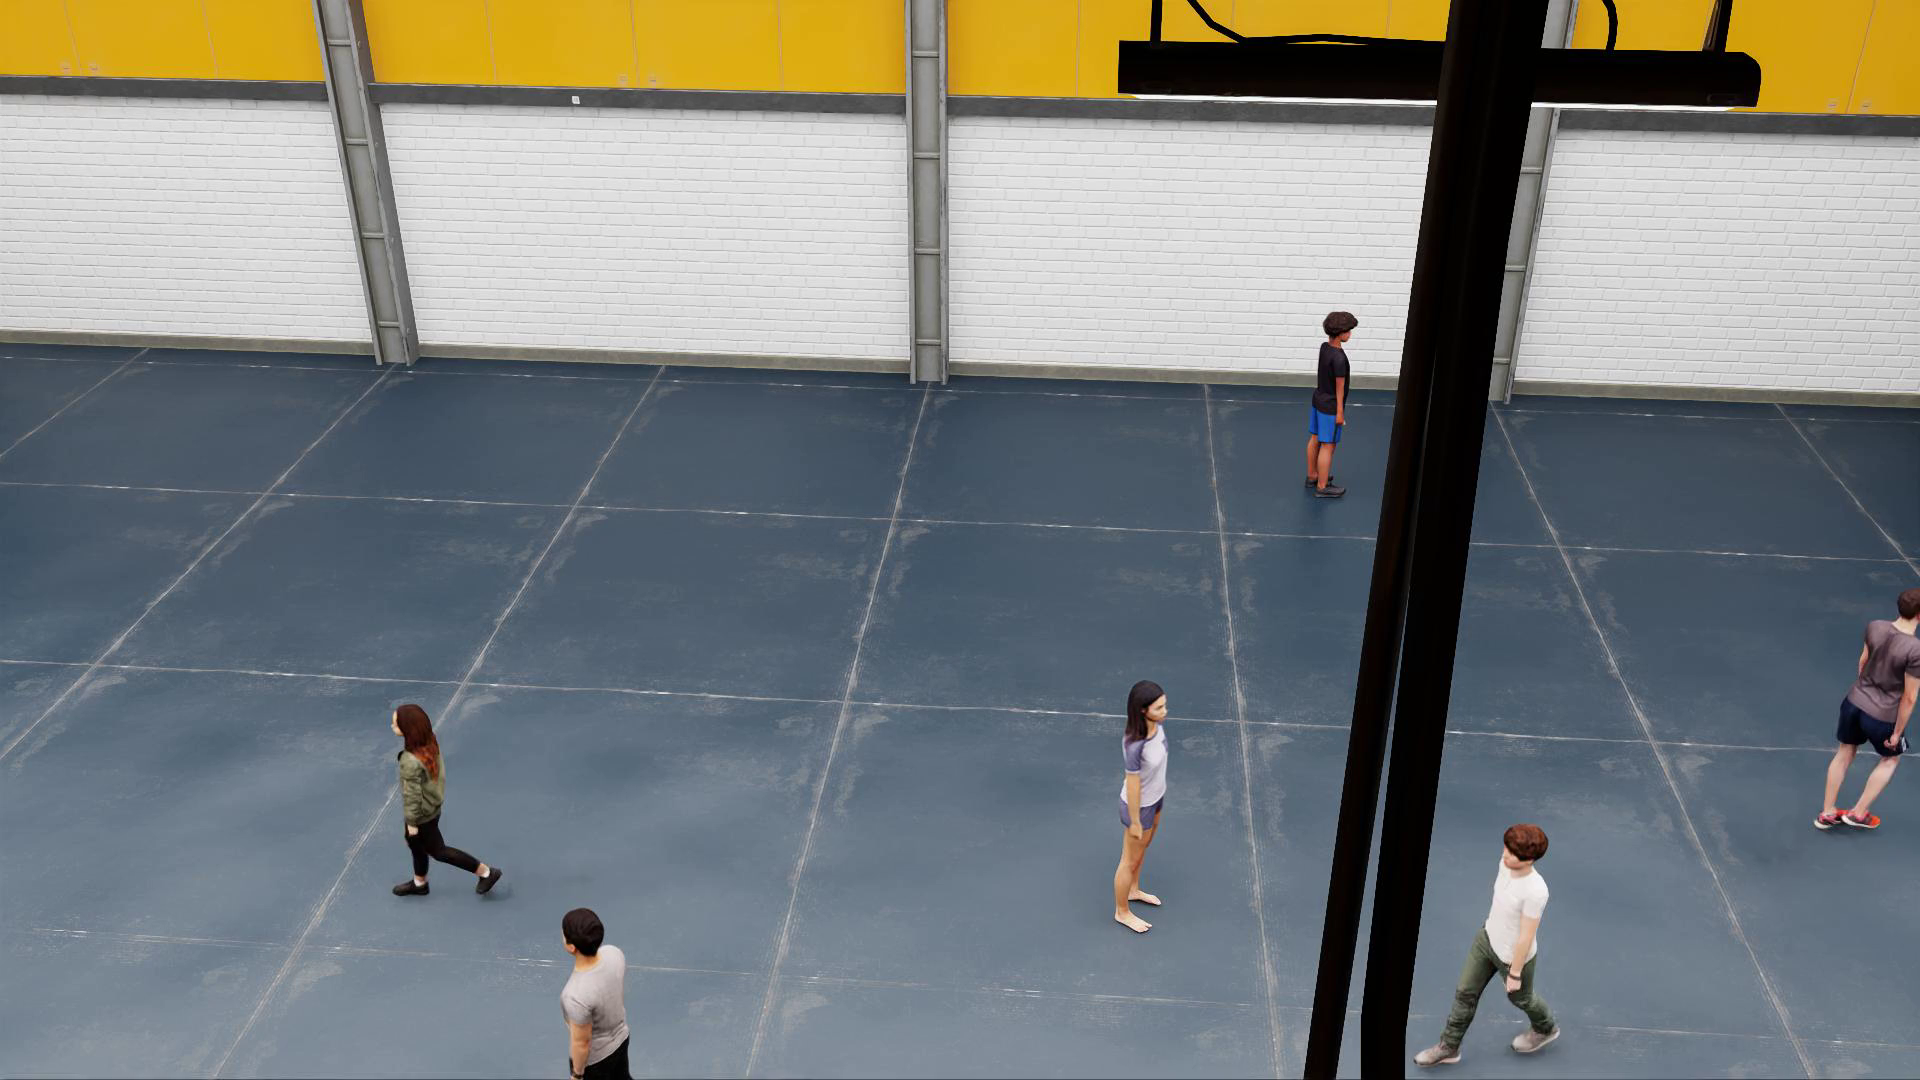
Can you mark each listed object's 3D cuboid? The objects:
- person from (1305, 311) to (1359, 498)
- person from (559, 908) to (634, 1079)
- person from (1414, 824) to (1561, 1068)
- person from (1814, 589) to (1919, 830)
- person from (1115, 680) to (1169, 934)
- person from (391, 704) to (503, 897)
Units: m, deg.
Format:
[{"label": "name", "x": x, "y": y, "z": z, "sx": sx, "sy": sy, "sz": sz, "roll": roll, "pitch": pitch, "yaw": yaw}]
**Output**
[{"label": "person", "x": 3.420, "y": -1.269, "z": 15.431, "sx": 0.654, "sy": 1.792, "sz": 0.663, "roll": -6, "pitch": 29, "yaw": -11}, {"label": "person", "x": -1.833, "y": 2.570, "z": 8.468, "sx": 0.617, "sy": 1.722, "sz": 0.663, "roll": 11, "pitch": 30, "yaw": 19}, {"label": "person", "x": 3.087, "y": 2.256, "z": 9.153, "sx": 1.186, "sy": 1.616, "sz": 0.856, "roll": -7, "pitch": 29, "yaw": -13}, {"label": "person", "x": 5.943, "y": 1.149, "z": 10.951, "sx": 0.821, "sy": 1.838, "sz": 0.789, "roll": -14, "pitch": 32, "yaw": -24}, {"label": "person", "x": 1.118, "y": 1.606, "z": 10.222, "sx": 0.603, "sy": 1.734, "sz": 0.644, "roll": 11, "pitch": 31, "yaw": 20}, {"label": "person", "x": -3.277, "y": 1.670, "z": 10.400, "sx": 0.994, "sy": 1.451, "sz": 0.714, "roll": -4, "pitch": 29, "yaw": -7}]
